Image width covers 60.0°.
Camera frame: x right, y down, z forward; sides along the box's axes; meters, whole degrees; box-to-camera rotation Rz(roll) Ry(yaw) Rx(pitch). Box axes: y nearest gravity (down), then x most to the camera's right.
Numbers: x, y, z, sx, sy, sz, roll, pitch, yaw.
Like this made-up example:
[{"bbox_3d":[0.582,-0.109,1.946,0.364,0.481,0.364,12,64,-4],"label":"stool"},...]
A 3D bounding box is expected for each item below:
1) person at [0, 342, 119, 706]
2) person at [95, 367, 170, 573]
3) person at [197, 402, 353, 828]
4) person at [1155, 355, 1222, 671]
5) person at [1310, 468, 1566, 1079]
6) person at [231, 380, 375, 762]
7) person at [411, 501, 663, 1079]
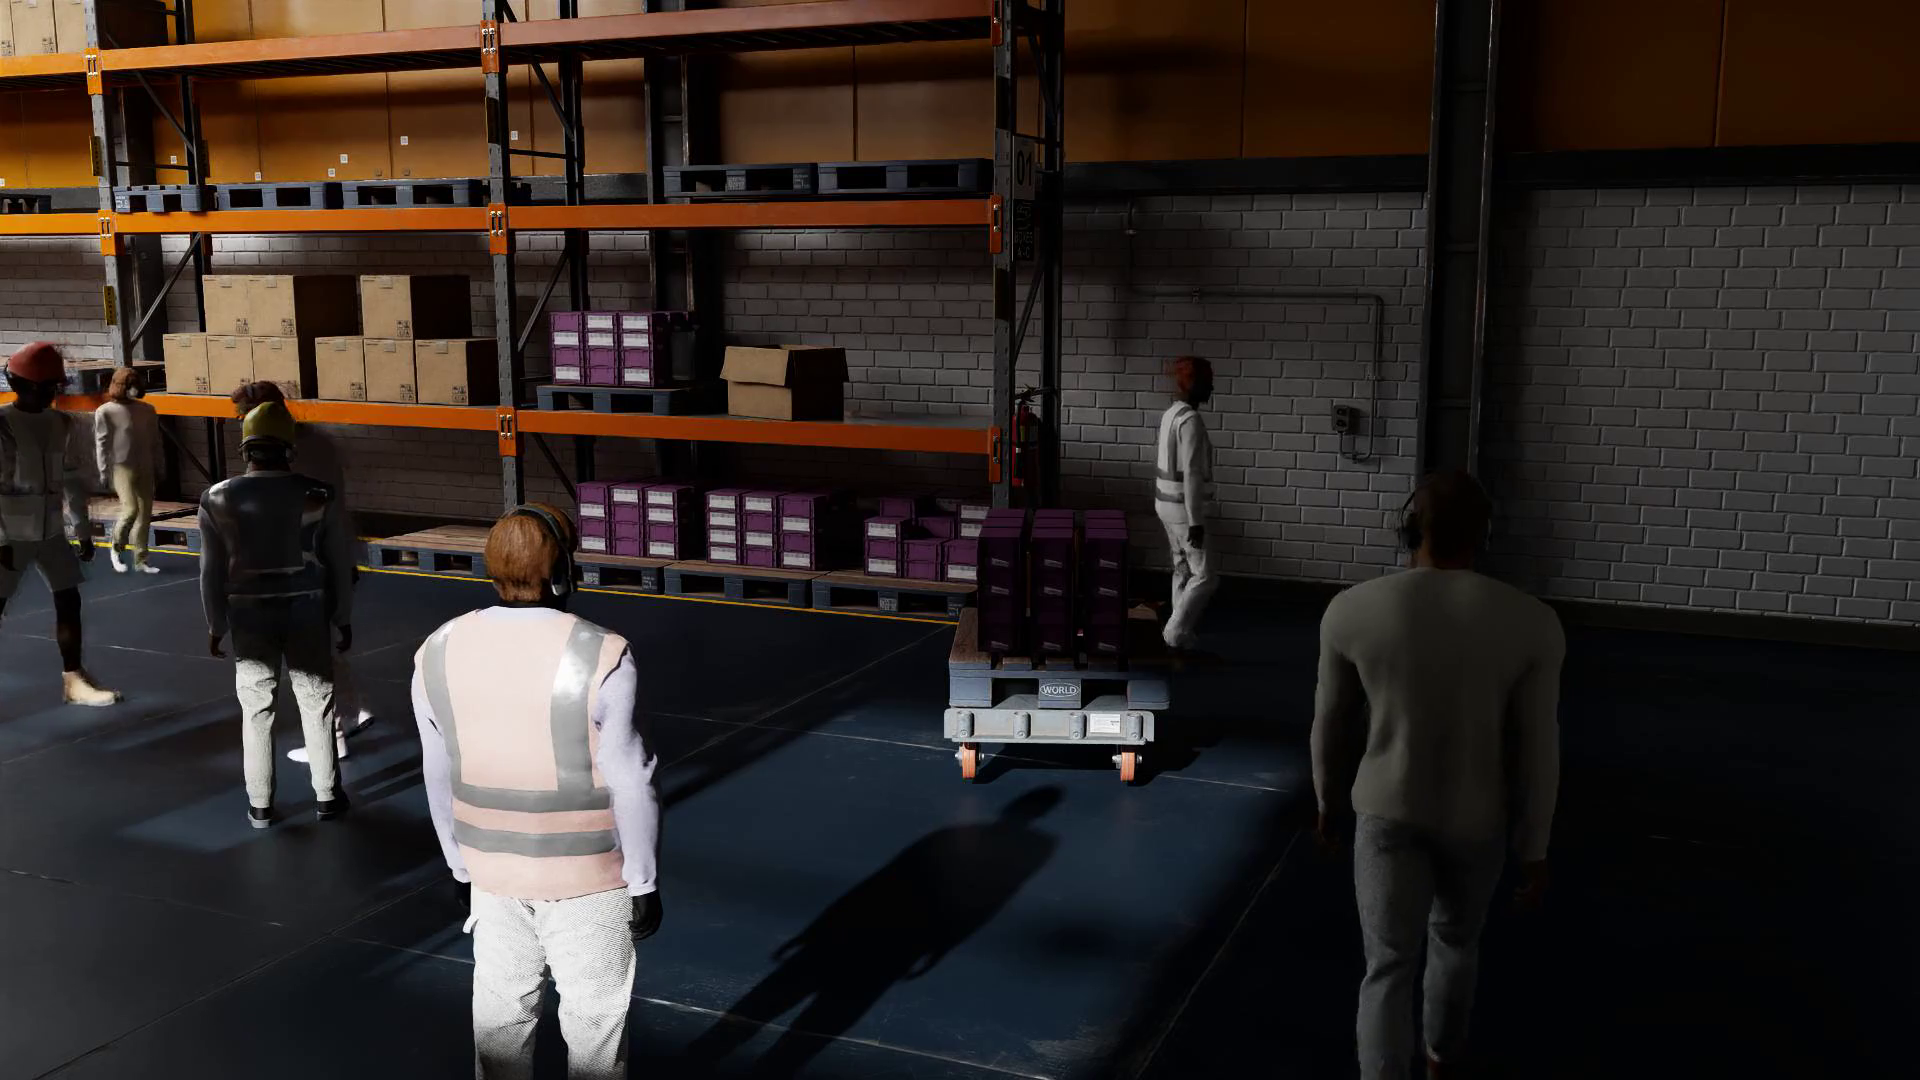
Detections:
[{"bbox_3d":[-4.988,-0.035,8.810,0.614,2.007,0.851,4,10,23],"label":"person"},{"bbox_3d":[-6.390,-0.528,12.892,0.338,1.624,0.505,5,11,25],"label":"person"},{"bbox_3d":[-2.927,0.322,7.163,0.602,1.830,0.404,-3,10,-18],"label":"person"},{"bbox_3d":[1.372,-0.153,9.868,0.423,1.874,0.641,-1,10,-5],"label":"person"},{"bbox_3d":[1.270,0.744,4.515,0.646,1.884,1.062,3,10,16],"label":"person"},{"bbox_3d":[-3.161,0.166,7.972,0.422,1.873,0.731,1,10,8],"label":"person"},{"bbox_3d":[-1.016,0.819,4.155,0.627,1.847,0.429,3,10,16],"label":"person"}]
